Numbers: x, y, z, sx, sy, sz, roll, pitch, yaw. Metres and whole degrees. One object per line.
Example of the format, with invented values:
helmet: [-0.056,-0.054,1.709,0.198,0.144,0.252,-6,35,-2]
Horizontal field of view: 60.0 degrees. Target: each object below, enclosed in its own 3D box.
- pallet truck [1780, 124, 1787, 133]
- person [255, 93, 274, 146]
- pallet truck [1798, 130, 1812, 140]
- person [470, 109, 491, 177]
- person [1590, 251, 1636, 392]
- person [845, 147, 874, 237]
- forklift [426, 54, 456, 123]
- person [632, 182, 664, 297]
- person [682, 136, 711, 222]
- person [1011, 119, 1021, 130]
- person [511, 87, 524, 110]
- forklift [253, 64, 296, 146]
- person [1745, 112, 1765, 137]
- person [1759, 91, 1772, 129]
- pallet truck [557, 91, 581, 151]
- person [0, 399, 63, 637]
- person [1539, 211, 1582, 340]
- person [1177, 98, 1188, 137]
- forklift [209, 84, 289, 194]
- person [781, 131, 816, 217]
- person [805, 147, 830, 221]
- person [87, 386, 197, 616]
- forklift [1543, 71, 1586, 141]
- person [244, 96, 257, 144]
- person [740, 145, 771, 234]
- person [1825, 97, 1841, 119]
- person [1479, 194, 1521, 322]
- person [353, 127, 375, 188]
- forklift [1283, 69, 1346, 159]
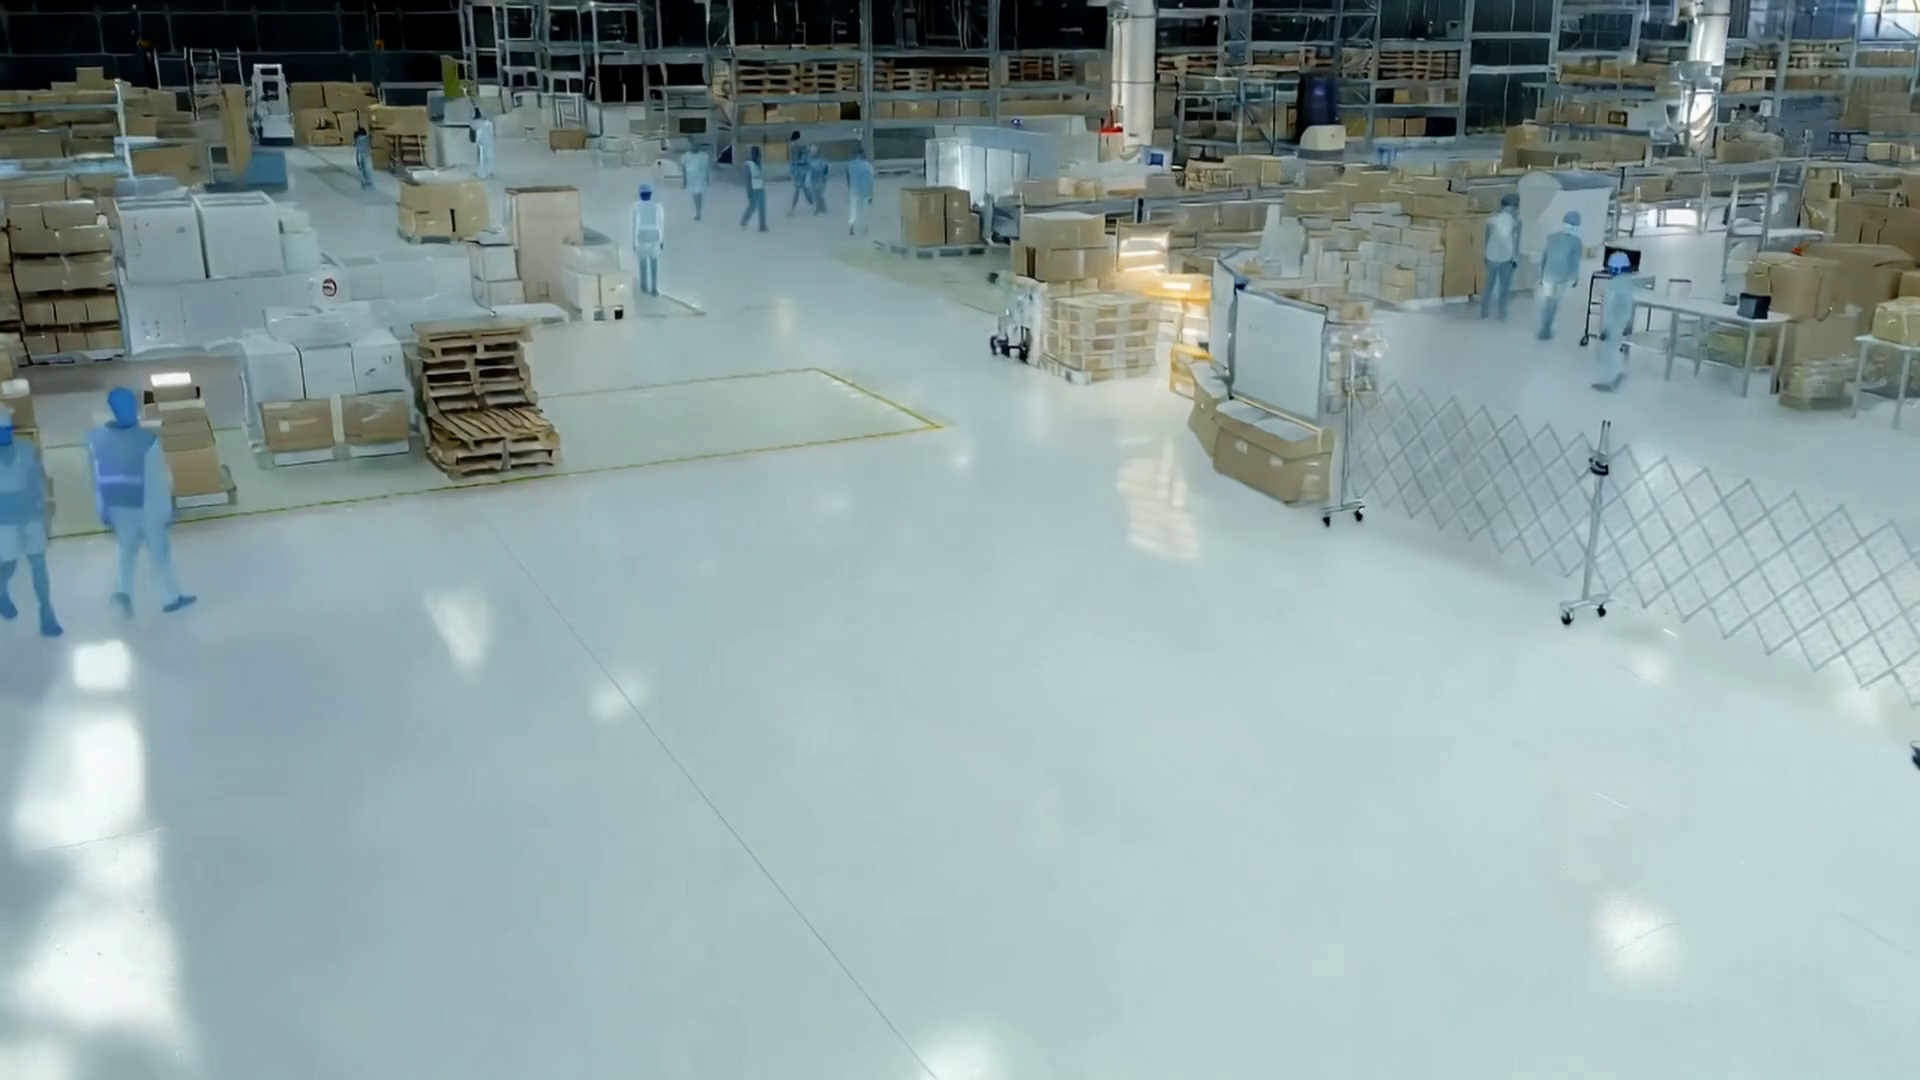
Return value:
pallet truck: [25.206,-12.542,52.601,1.601,1.201,0.680,0,18,-2]
person: [-24.781,-14.983,59.134,0.567,1.890,0.958,-17,24,-42]
pallet truck: [25.526,-11.556,49.408,1.630,1.274,0.653,-9,20,-26]
person: [-13.880,-11.488,48.169,0.631,1.940,0.372,4,18,13]
person: [8.342,-2.754,21.132,0.615,1.815,0.472,-16,24,-41]
person: [-2.163,-7.505,35.852,0.643,1.881,0.872,3,18,8]
forklift: [-21.750,-19.219,70.751,1.873,2.768,1.129,-9,20,-26]
person: [-5.346,-5.145,28.424,0.579,1.912,0.750,-7,19,-22]
person: [-6.102,-8.312,38.303,0.621,1.910,0.998,3,18,8]
person: [1.654,-10.982,46.897,0.520,1.752,0.527,-2,18,-7]
person: [-17.675,-17.239,66.486,0.536,1.697,0.318,-9,20,-26]
forklift: [-24.393,-15.459,59.030,1.129,2.768,1.873,-9,20,-26]
person: [23.267,-11.595,48.704,0.611,1.813,0.474,-4,18,-11]
person: [30.179,-15.925,62.322,0.816,1.734,0.529,-9,20,-25]
pallet truck: [-13.495,-14.412,57.188,0.823,1.965,1.885,-3,18,-9]
person: [-7.437,-0.202,13.030,0.796,1.910,0.551,15,23,39]
person: [8.863,-3.892,24.528,0.504,1.906,0.557,-16,23,-40]
person: [8.264,-15.767,61.994,0.500,1.636,0.286,-10,20,-28]
forklift: [-18.778,-10.487,43.529,1.873,2.768,1.129,-9,20,-26]
person: [-3.777,-8.609,39.140,1.058,1.984,0.630,-14,22,-36]
person: [-3.271,-8.278,38.612,0.540,1.657,0.858,12,21,33]
person: [-6.607,-0.282,13.295,0.638,1.896,0.625,2,18,6]
forklift: [18.685,-13.231,52.085,1.873,2.768,1.129,-9,20,-26]
person: [-25.722,-15.196,60.150,0.771,1.663,0.555,16,24,41]
person: [-4.472,-7.618,36.154,0.639,1.904,0.604,12,21,33]
person: [29.108,-13.885,55.752,0.768,1.882,0.653,-3,18,-10]
person: [8.494,-4.423,26.073,0.413,1.983,0.633,-15,23,-38]
person: [-16.221,-10.402,45.265,0.522,1.640,0.306,-7,19,-21]
forklift: [11.615,-13.871,54.079,1.129,2.768,1.873,-9,20,-27]
